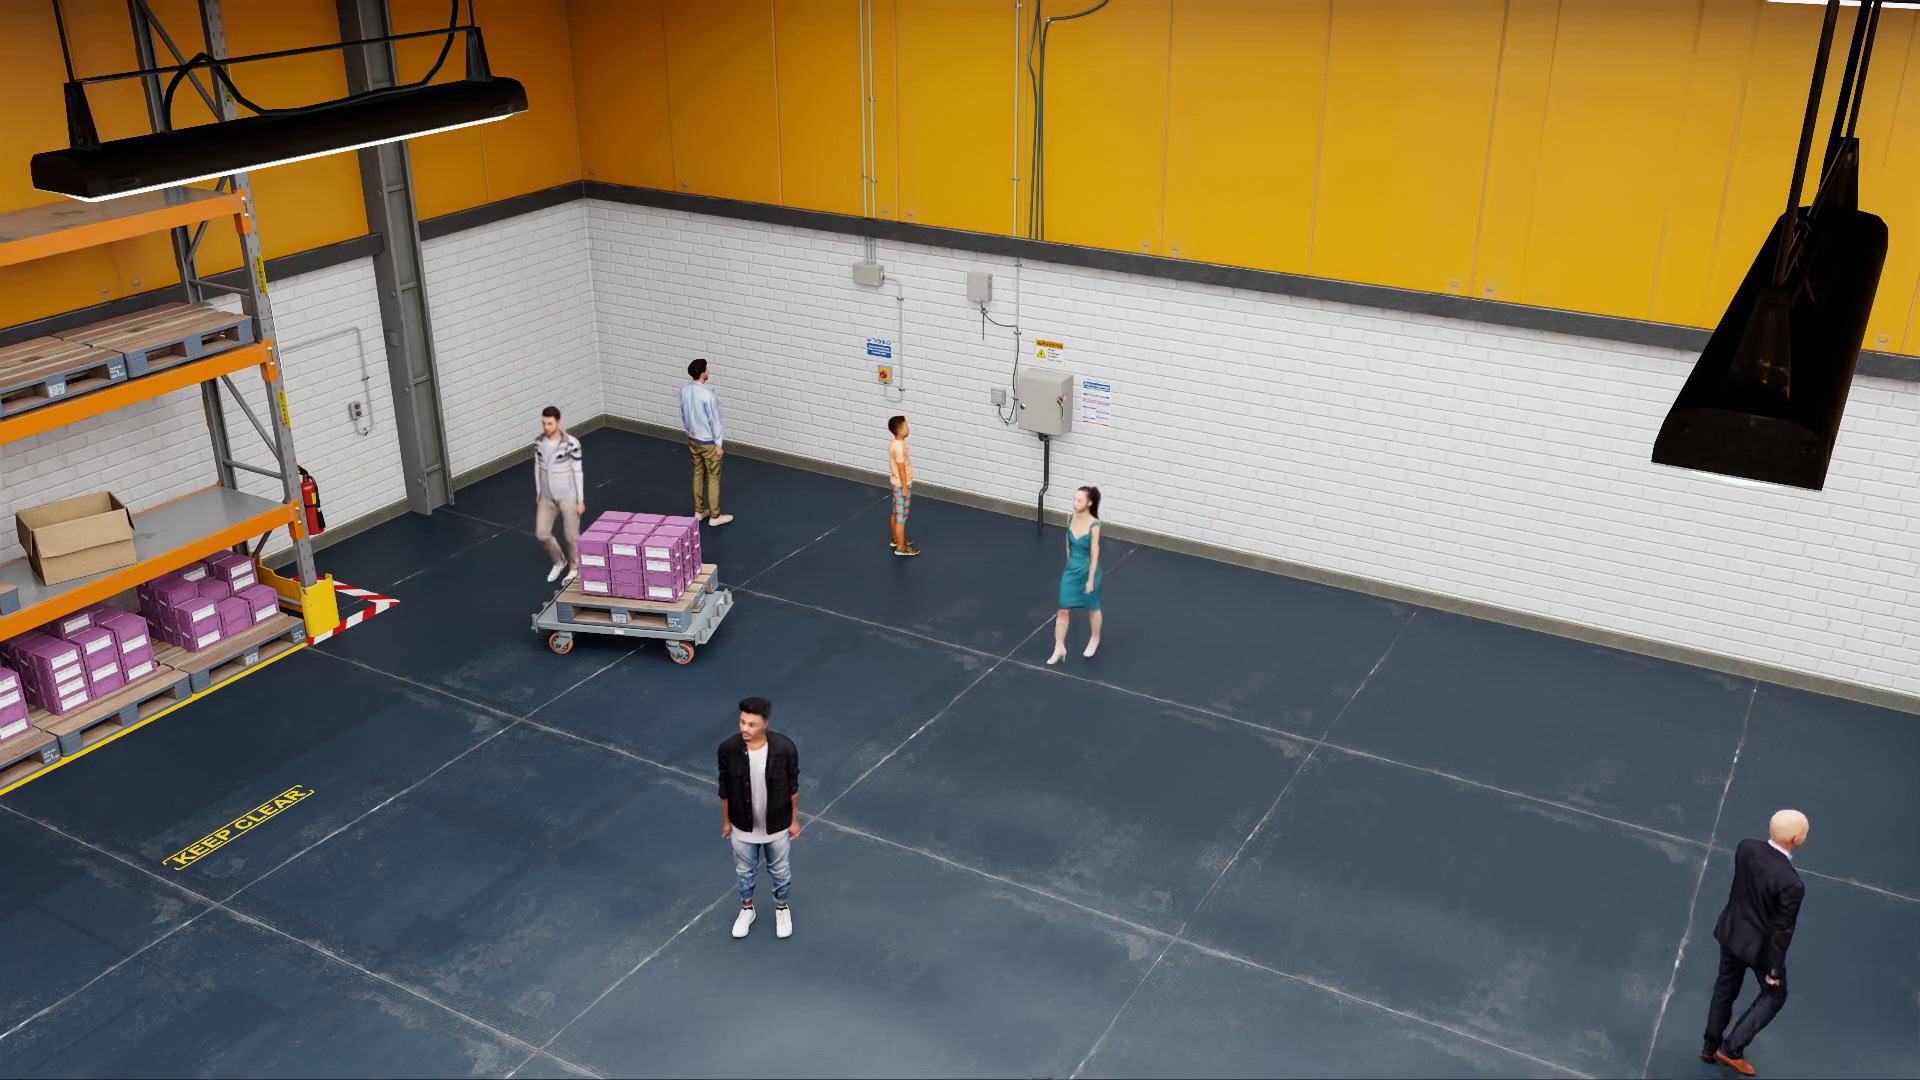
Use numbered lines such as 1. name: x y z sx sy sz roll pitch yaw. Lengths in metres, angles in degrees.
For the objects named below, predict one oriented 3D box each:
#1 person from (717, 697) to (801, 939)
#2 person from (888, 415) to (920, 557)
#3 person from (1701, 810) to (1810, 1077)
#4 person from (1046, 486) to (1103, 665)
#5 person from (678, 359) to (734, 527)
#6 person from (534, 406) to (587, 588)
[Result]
1. person: -1.322 1.816 11.067 0.787 1.809 0.778 0 24 1
2. person: -0.611 -0.575 16.970 0.663 1.462 0.598 -5 24 -12
3. person: 4.598 2.380 9.803 0.848 1.788 0.809 -9 25 -19
4. person: 1.145 0.298 14.725 0.702 1.660 0.901 20 31 39
5. person: -2.708 -1.042 17.603 0.708 1.812 0.612 18 29 35
6. person: -3.868 -0.470 16.252 0.776 1.846 0.707 7 25 16
